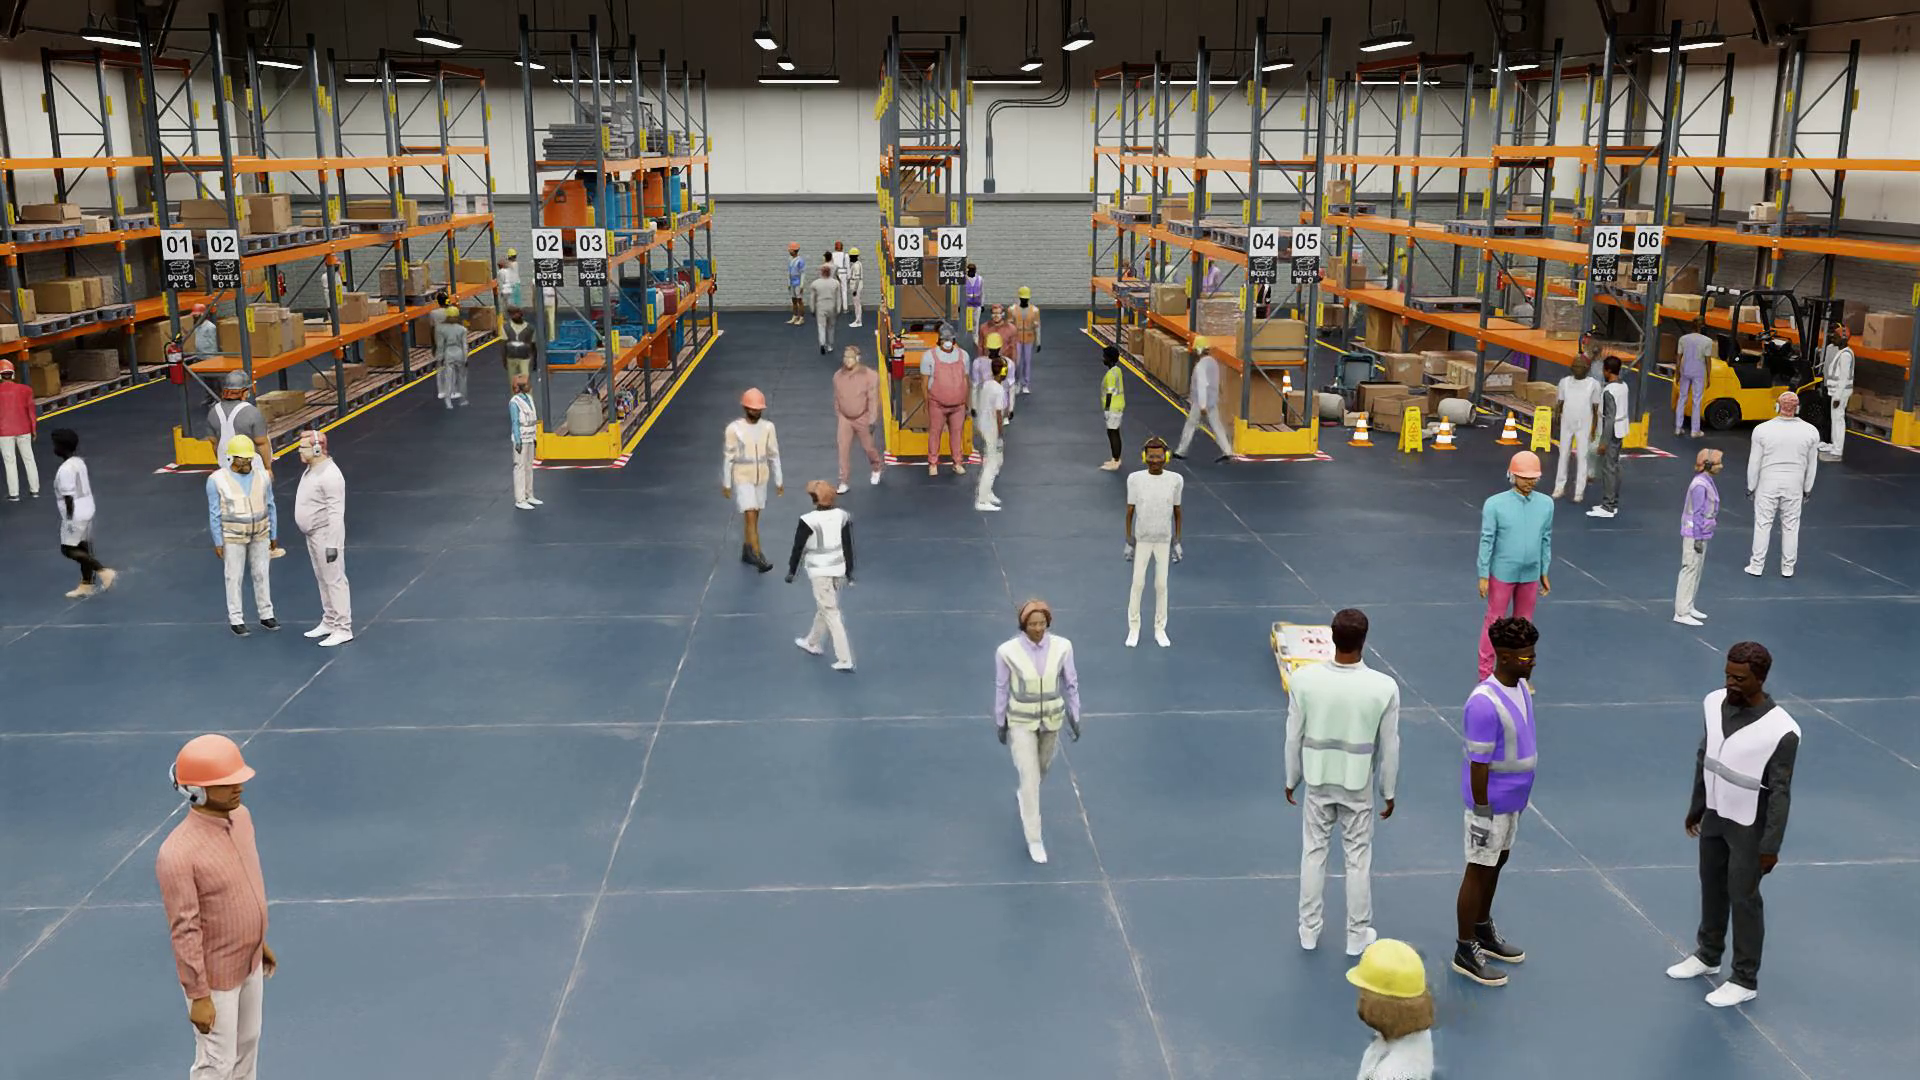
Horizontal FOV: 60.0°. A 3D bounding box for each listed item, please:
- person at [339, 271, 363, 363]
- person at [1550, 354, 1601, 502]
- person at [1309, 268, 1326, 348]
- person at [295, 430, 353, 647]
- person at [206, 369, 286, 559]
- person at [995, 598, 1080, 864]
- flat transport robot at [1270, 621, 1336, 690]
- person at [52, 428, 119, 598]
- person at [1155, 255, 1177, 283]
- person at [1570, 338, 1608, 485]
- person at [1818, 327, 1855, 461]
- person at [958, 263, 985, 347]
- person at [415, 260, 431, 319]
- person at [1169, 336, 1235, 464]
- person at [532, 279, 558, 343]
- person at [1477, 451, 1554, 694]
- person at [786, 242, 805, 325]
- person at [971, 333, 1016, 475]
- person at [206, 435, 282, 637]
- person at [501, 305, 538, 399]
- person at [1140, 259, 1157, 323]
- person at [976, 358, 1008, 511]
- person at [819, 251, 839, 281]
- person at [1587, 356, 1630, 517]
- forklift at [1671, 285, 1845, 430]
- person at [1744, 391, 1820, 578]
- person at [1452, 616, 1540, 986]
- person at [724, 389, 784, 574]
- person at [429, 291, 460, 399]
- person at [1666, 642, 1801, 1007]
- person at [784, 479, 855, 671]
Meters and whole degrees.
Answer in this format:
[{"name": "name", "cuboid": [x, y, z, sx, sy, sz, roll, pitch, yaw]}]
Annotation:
[{"name": "person", "cuboid": [-12.465, -4.579, 33.922, 0.539, 1.930, 0.389, -13, 18, -43]}, {"name": "person", "cuboid": [7.616, -1.391, 20.580, 0.516, 1.842, 0.328, 9, 16, 33]}, {"name": "person", "cuboid": [7.808, -5.084, 36.425, 0.346, 1.746, 0.573, 3, 14, 12]}, {"name": "person", "cuboid": [-5.623, -0.022, 14.646, 0.407, 1.910, 0.639, -10, 17, -36]}, {"name": "person", "cuboid": [-7.566, -0.803, 17.669, 0.683, 2.000, 0.538, 3, 14, 14]}, {"name": "person", "cuboid": [0.469, 1.122, 10.446, 0.524, 1.605, 0.814, -4, 14, -15]}, {"name": "flat transport robot", "cuboid": [2.994, 0.963, 13.980, 0.652, 0.197, 1.431, 1, 13, 6]}, {"name": "person", "cuboid": [-8.478, -0.246, 16.072, 0.448, 1.688, 0.537, -3, 14, -12]}, {"name": "person", "cuboid": [4.811, -5.862, 39.460, 0.600, 1.868, 0.976, -1, 13, -4]}, {"name": "person", "cuboid": [8.236, -1.641, 21.477, 0.524, 1.918, 0.662, 6, 15, 24]}, {"name": "person", "cuboid": [12.291, -2.045, 23.263, 0.337, 1.883, 0.584, 6, 15, 24]}, {"name": "person", "cuboid": [0.245, -5.156, 36.541, 0.630, 1.840, 0.429, -3, 14, -13]}, {"name": "person", "cuboid": [-12.759, -5.825, 39.624, 0.520, 1.714, 0.470, 9, 16, 33]}, {"name": "person", "cuboid": [3.399, -1.935, 23.054, 0.968, 1.779, 0.576, 9, 16, 33]}, {"name": "person", "cuboid": [-9.075, -5.129, 36.477, 0.571, 1.819, 0.746, -4, 14, -15]}, {"name": "person", "cuboid": [4.420, 0.269, 13.226, 0.622, 1.992, 0.396, -3, 14, -11]}, {"name": "person", "cuboid": [-4.064, -6.322, 41.041, 0.392, 2.045, 0.608, -10, 17, -37]}, {"name": "person", "cuboid": [0.450, -1.828, 22.278, 0.606, 1.909, 0.437, 1, 13, 6]}, {"name": "person", "cuboid": [-6.409, -0.045, 14.932, 0.403, 1.824, 0.591, 12, 18, 42]}, {"name": "person", "cuboid": [-7.257, -2.989, 27.472, 0.558, 1.788, 0.874, -1, 13, -4]}, {"name": "person", "cuboid": [4.750, -6.202, 41.449, 0.514, 1.606, 0.588, 3, 14, 12]}, {"name": "person", "cuboid": [0.364, -1.292, 20.178, 0.532, 1.835, 0.620, -5, 14, -21]}, {"name": "person", "cuboid": [-3.207, -6.150, 40.773, 0.526, 1.826, 0.909, -2, 13, -7]}, {"name": "person", "cuboid": [7.725, -1.225, 19.727, 0.386, 1.914, 0.590, 9, 16, 34]}, {"name": "forklift", "cuboid": [12.503, -2.886, 26.166, 2.313, 2.155, 1.214, -1, 13, -3]}, {"name": "person", "cuboid": [8.334, -0.558, 16.920, 0.642, 1.909, 0.409, 3, 14, 13]}, {"name": "person", "cuboid": [2.828, 1.341, 8.743, 0.361, 1.964, 0.613, 9, 16, 34]}, {"name": "person", "cuboid": [-2.086, -0.609, 17.161, 0.581, 1.886, 0.955, -9, 16, -33]}, {"name": "person", "cuboid": [-8.993, -3.397, 29.029, 0.550, 1.868, 0.312, 3, 14, 13]}, {"name": "person", "cuboid": [3.984, 1.431, 8.497, 0.385, 1.910, 0.594, -4, 14, -15]}, {"name": "person", "cuboid": [-1.157, 0.282, 14.023, 0.849, 1.596, 0.521, 12, 18, 41]}]
